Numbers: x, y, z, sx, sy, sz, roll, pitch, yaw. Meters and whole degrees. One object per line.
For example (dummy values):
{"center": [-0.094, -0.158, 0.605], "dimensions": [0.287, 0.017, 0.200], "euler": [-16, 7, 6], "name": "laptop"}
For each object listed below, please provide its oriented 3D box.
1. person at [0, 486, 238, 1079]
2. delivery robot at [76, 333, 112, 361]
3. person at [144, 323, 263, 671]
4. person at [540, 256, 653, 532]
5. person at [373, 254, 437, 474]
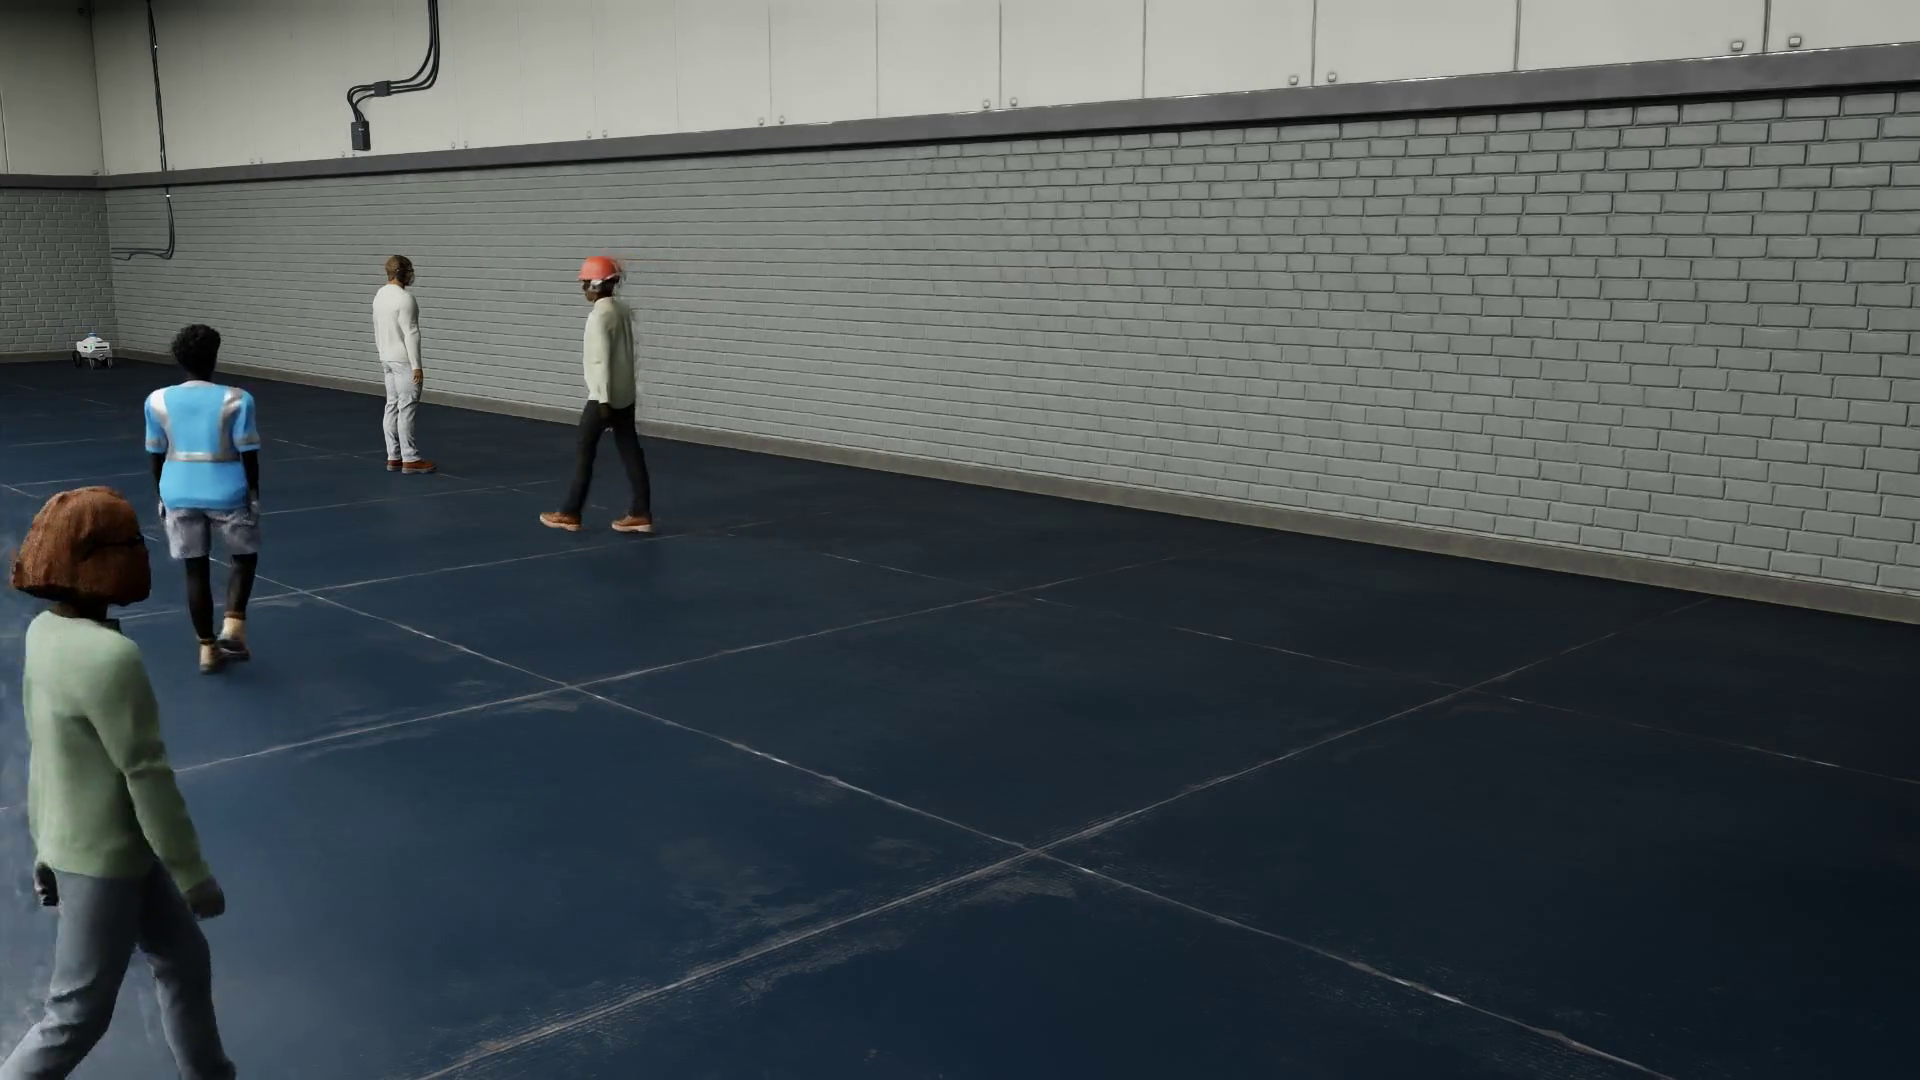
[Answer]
{"center": [-1.859, 0.679, 3.539], "dimensions": [0.837, 1.595, 0.499], "euler": [-8, 13, -38], "name": "person"}
{"center": [-13.955, -3.092, 26.803], "dimensions": [0.477, 0.478, 0.707], "euler": [-10, 14, -44], "name": "delivery robot"}
{"center": [-3.643, -0.196, 8.051], "dimensions": [0.537, 1.688, 0.389], "euler": [-2, 11, -9], "name": "person"}
{"center": [-2.619, -1.032, 11.872], "dimensions": [0.939, 1.951, 0.641], "euler": [2, 11, 12], "name": "person"}
{"center": [-4.997, -1.578, 14.906], "dimensions": [0.358, 1.938, 0.636], "euler": [-10, 15, -44], "name": "person"}
